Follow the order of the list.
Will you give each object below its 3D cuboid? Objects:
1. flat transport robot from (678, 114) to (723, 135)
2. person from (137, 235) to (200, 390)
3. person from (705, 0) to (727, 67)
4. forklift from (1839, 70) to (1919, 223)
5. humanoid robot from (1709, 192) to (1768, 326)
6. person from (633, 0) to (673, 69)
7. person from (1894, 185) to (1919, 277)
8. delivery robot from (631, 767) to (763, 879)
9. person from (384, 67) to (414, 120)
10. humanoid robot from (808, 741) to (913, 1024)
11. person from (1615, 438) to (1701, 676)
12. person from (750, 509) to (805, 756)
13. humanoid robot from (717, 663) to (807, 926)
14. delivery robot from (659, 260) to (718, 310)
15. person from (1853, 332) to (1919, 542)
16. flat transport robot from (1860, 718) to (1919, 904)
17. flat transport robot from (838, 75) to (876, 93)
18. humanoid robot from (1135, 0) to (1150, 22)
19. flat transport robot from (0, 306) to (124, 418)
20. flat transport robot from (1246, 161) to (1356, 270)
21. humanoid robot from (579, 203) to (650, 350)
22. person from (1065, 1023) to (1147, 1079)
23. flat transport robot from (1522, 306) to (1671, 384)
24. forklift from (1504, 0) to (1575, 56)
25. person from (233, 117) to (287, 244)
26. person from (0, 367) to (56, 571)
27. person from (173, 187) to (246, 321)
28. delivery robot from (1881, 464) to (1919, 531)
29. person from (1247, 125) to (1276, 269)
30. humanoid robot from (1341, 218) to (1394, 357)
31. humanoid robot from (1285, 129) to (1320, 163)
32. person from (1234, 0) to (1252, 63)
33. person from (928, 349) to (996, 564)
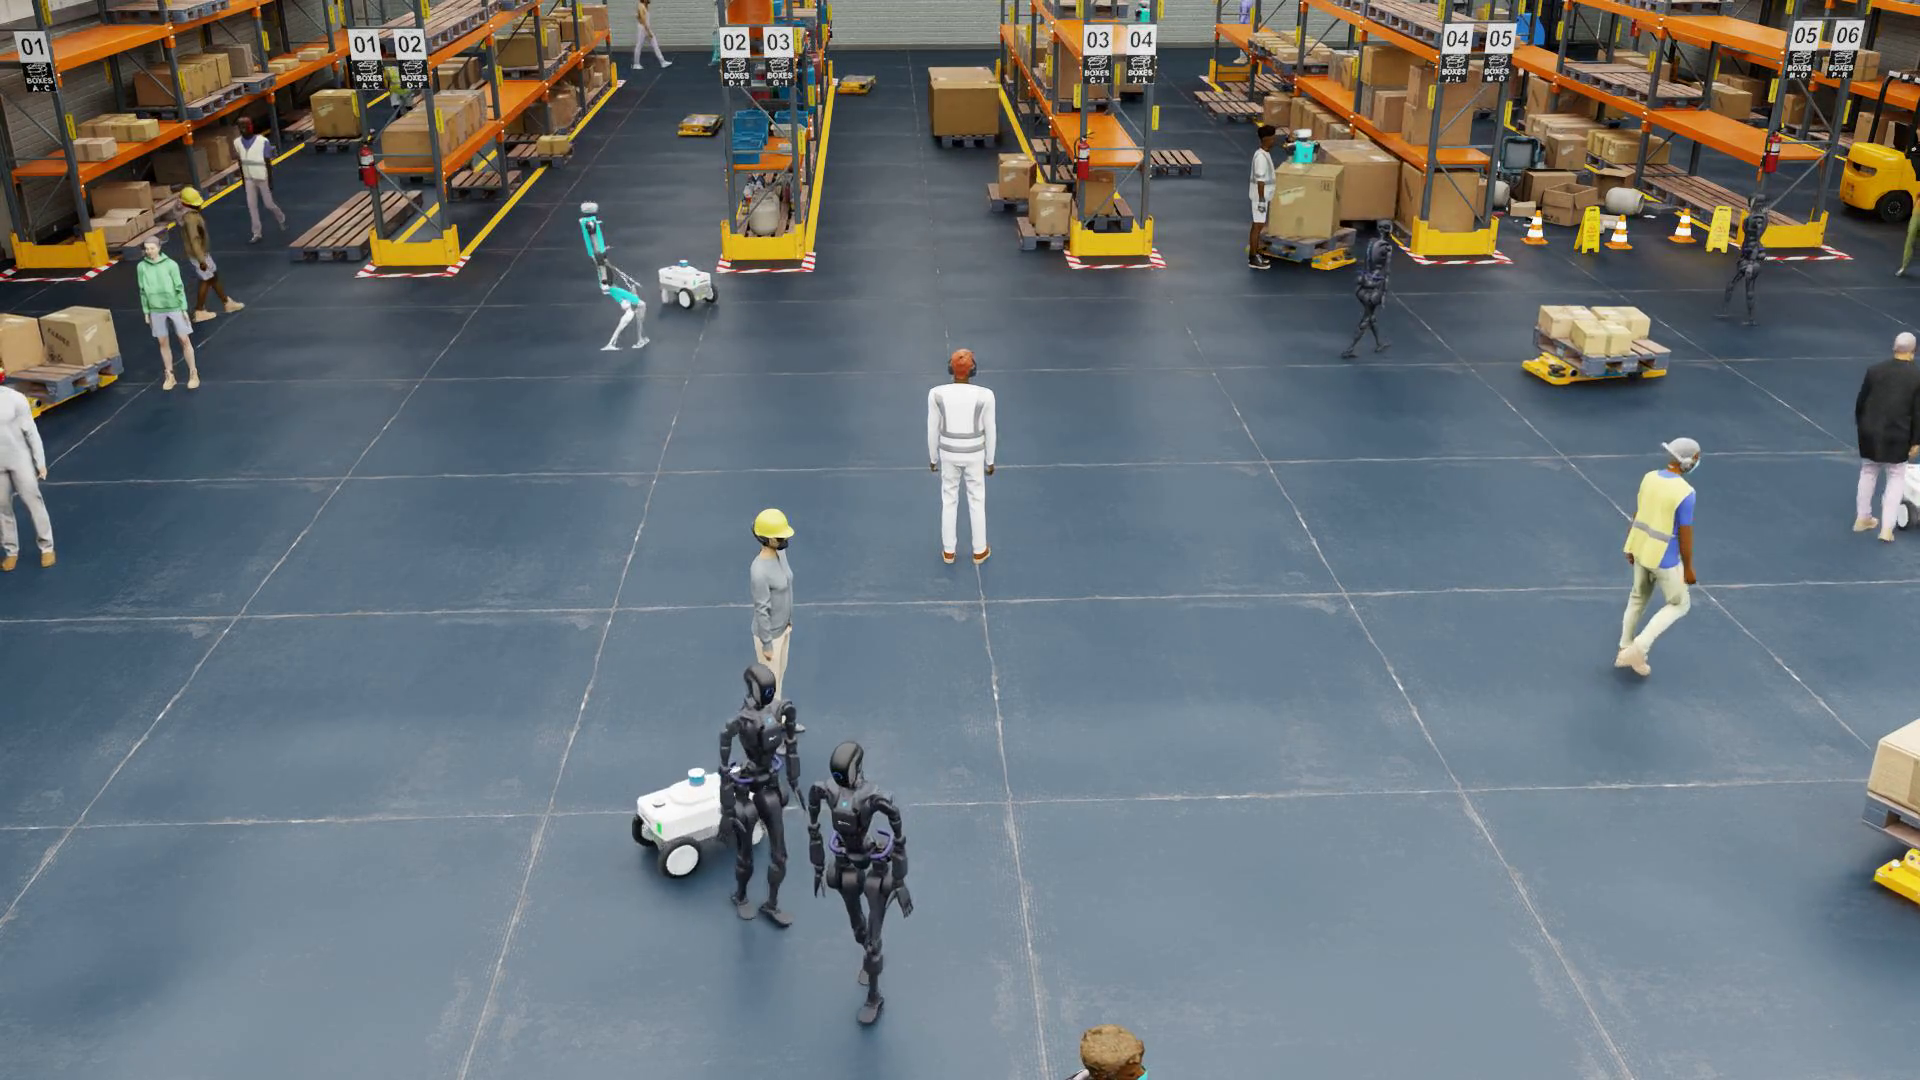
[{"bbox_3d":[-5.141,-8.219,32.940,0.659,0.231,1.431,1,24,1],"label":"flat transport robot"},{"bbox_3d":[-8.727,-2.507,18.306,0.468,1.733,0.331,-4,24,-9],"label":"person"},{"bbox_3d":[-5.844,-12.530,40.830,0.892,1.725,0.531,-9,26,-20],"label":"person"},{"bbox_3d":[15.132,-6.143,25.915,2.313,2.155,1.214,-1,24,-2],"label":"forklift"},{"bbox_3d":[9.709,-3.470,20.562,0.625,1.636,0.608,5,24,10],"label":"humanoid robot"},{"bbox_3d":[-7.533,-12.300,40.219,1.026,1.801,0.483,9,26,20],"label":"person"},{"bbox_3d":[13.269,-4.460,22.741,0.783,1.688,0.453,-15,28,-31],"label":"person"},{"bbox_3d":[-1.625,1.697,10.304,0.791,0.592,0.499,-15,28,-30],"label":"delivery robot"},{"bbox_3d":[-10.890,-8.752,32.411,0.530,1.663,0.785,-1,24,-2],"label":"person"},{"bbox_3d":[-0.518,1.756,8.820,0.584,1.629,0.661,8,25,17],"label":"humanoid robot"},{"bbox_3d":[5.112,0.141,12.178,0.453,1.877,0.565,-7,25,-15],"label":"person"},{"bbox_3d":[-1.245,0.606,11.270,0.309,1.768,0.532,4,24,9],"label":"person"},{"bbox_3d":[-1.170,1.447,9.507,0.584,1.645,0.390,-22,32,-40],"label":"humanoid robot"},{"bbox_3d":[-3.561,-3.331,21.591,0.752,0.584,0.522,18,30,35],"label":"delivery robot"},{"bbox_3d":[8.104,-0.906,14.598,0.586,1.814,0.500,21,32,39],"label":"person"},{"bbox_3d":[6.283,1.931,10.134,1.431,0.231,0.659,-15,28,-31],"label":"flat transport robot"},{"bbox_3d":[-2.332,-10.332,37.689,0.659,0.231,1.431,2,24,5],"label":"flat transport robot"},{"bbox_3d":[4.141,-11.835,39.124,0.533,1.691,0.731,-17,29,-34],"label":"humanoid robot"},{"bbox_3d":[-9.965,-1.633,18.141,0.659,0.231,1.431,6,25,12],"label":"flat transport robot"},{"bbox_3d":[4.855,-4.106,23.699,0.659,0.231,1.431,-22,32,-40],"label":"flat transport robot"},{"bbox_3d":[-3.984,-3.117,19.707,0.928,1.777,0.582,-3,24,-6],"label":"humanoid robot"},{"bbox_3d":[0.525,2.661,6.470,0.353,1.914,0.498,2,24,4],"label":"person"},{"bbox_3d":[7.241,-1.995,18.956,1.431,0.231,0.659,-5,25,-12],"label":"flat transport robot"},{"bbox_3d":[14.700,-13.805,42.301,1.873,2.768,1.129,-1,24,-2],"label":"forklift"},{"bbox_3d":[-10.360,-5.339,24.560,0.575,1.819,0.716,3,24,7],"label":"person"},{"bbox_3d":[-7.992,-0.652,13.954,0.574,1.889,0.387,-6,25,-14],"label":"person"},{"bbox_3d":[-9.386,-3.583,20.757,0.635,1.702,0.604,-12,27,-25],"label":"person"},{"bbox_3d":[8.695,-0.403,15.034,0.499,0.601,0.783,1,24,2],"label":"delivery robot"},{"bbox_3d":[4.204,-4.782,23.132,0.364,1.965,0.609,4,24,9],"label":"person"},{"bbox_3d":[4.826,-2.936,19.374,0.740,1.627,0.613,-7,25,-16],"label":"humanoid robot"},{"bbox_3d":[4.787,-5.035,24.073,0.541,1.873,0.683,-10,26,-21],"label":"humanoid robot"},{"bbox_3d":[7.064,-12.758,41.258,0.392,1.799,0.594,11,26,23],"label":"person"},{"bbox_3d":[0.018,-0.695,14.052,0.573,1.882,0.361,3,24,7],"label":"person"}]
